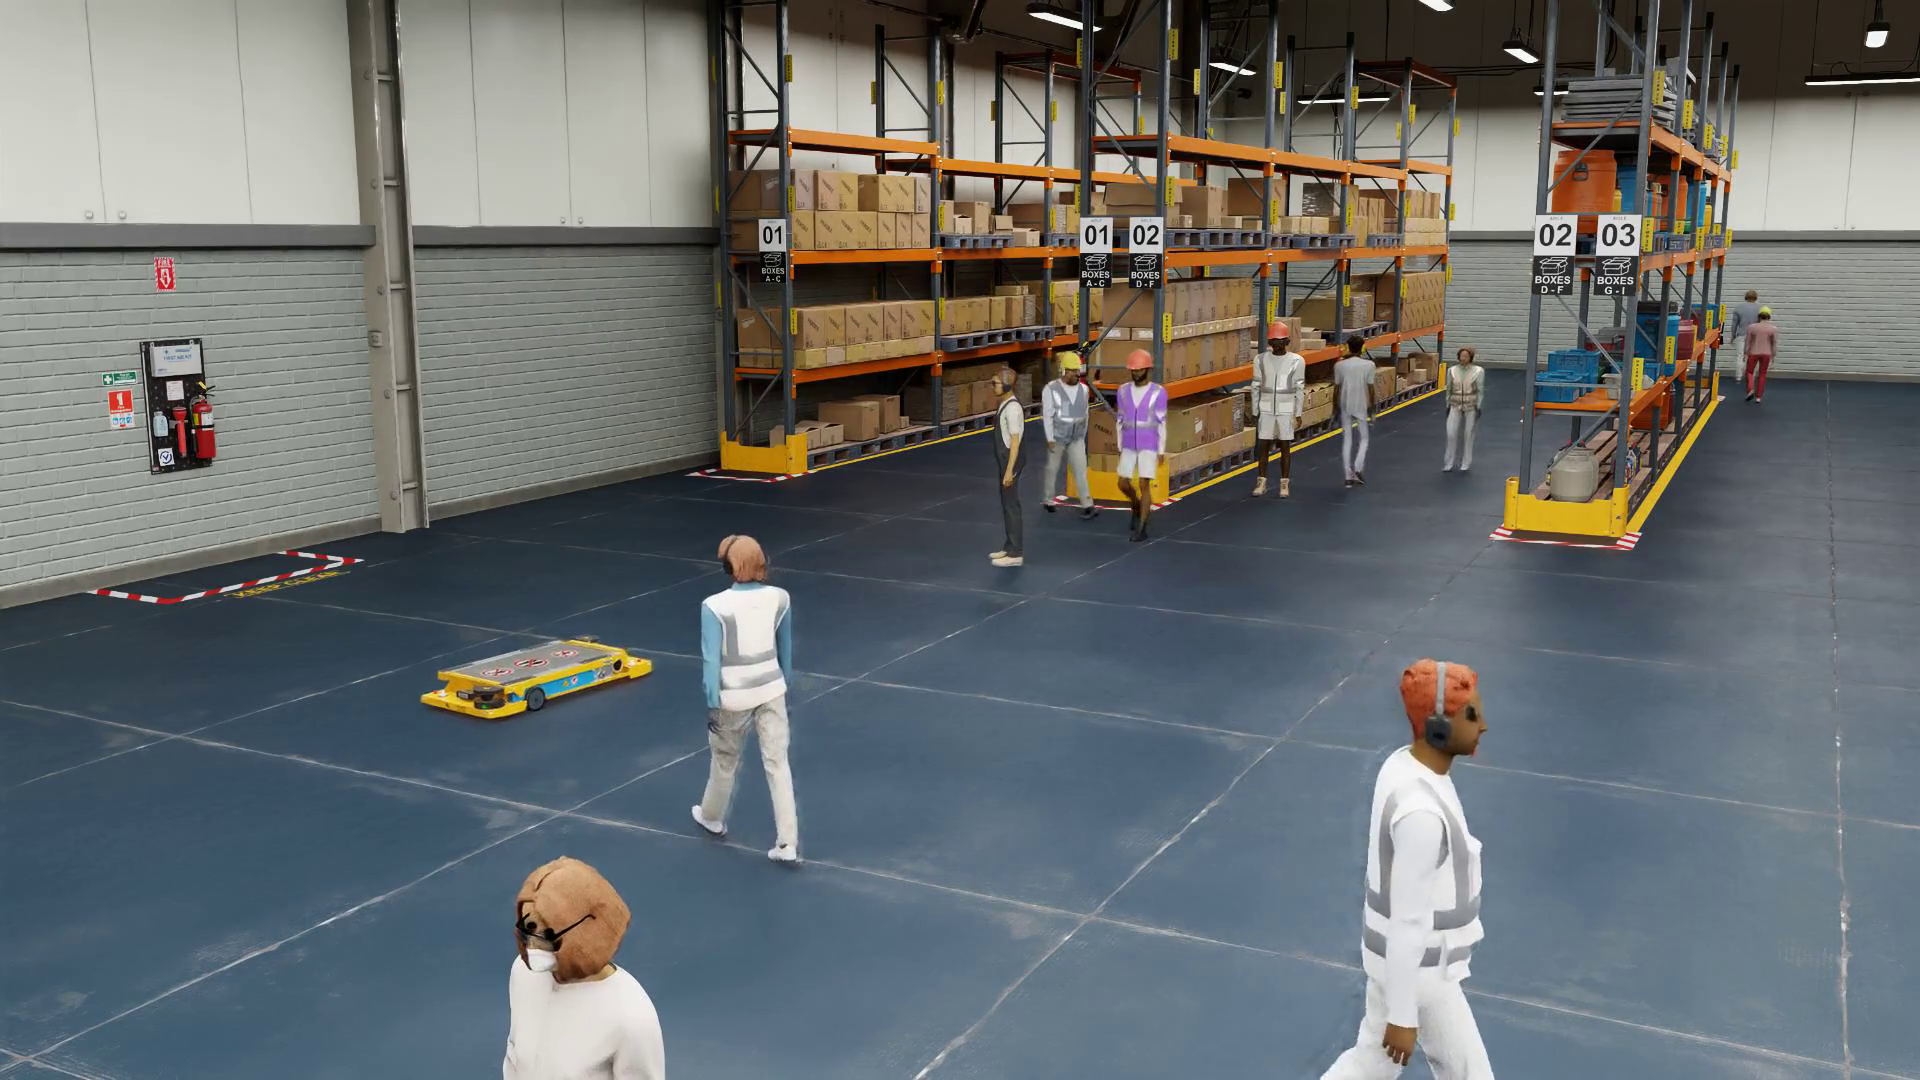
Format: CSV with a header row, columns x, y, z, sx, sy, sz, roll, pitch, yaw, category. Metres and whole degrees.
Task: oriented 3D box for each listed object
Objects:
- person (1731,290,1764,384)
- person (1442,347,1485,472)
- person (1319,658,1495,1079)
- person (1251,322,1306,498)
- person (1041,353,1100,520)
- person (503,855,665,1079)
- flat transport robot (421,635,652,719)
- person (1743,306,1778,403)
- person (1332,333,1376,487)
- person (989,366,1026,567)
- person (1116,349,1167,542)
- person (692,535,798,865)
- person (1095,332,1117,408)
x,y,z,sx,sy,sz,roll,pitch,yaw,category
16.088,-4.142,33.958,0.635,1.936,0.356,4,11,22,person
6.434,-1.660,21.307,0.517,1.609,0.728,6,12,30,person
1.295,1.237,4.886,0.942,1.847,0.584,2,11,11,person
3.672,-1.500,19.260,0.609,2.044,0.397,4,11,20,person
1.159,-1.105,17.819,0.595,1.780,0.943,-4,11,-21,person
-0.892,1.521,3.909,0.497,1.633,0.287,8,13,35,person
-2.793,0.891,11.060,0.652,0.197,1.431,7,13,33,flat transport robot
14.524,-3.364,30.185,0.555,1.752,0.386,4,11,20,person
4.781,-1.567,20.128,0.552,1.856,0.493,5,11,24,person
0.439,-0.675,15.306,0.328,1.842,0.516,0,10,-3,person
1.813,-0.949,16.599,0.545,1.925,0.492,5,12,27,person
-1.044,0.760,8.163,0.542,1.589,0.878,-7,13,-35,person
2.422,-2.666,25.812,0.628,1.971,0.677,8,13,36,person
